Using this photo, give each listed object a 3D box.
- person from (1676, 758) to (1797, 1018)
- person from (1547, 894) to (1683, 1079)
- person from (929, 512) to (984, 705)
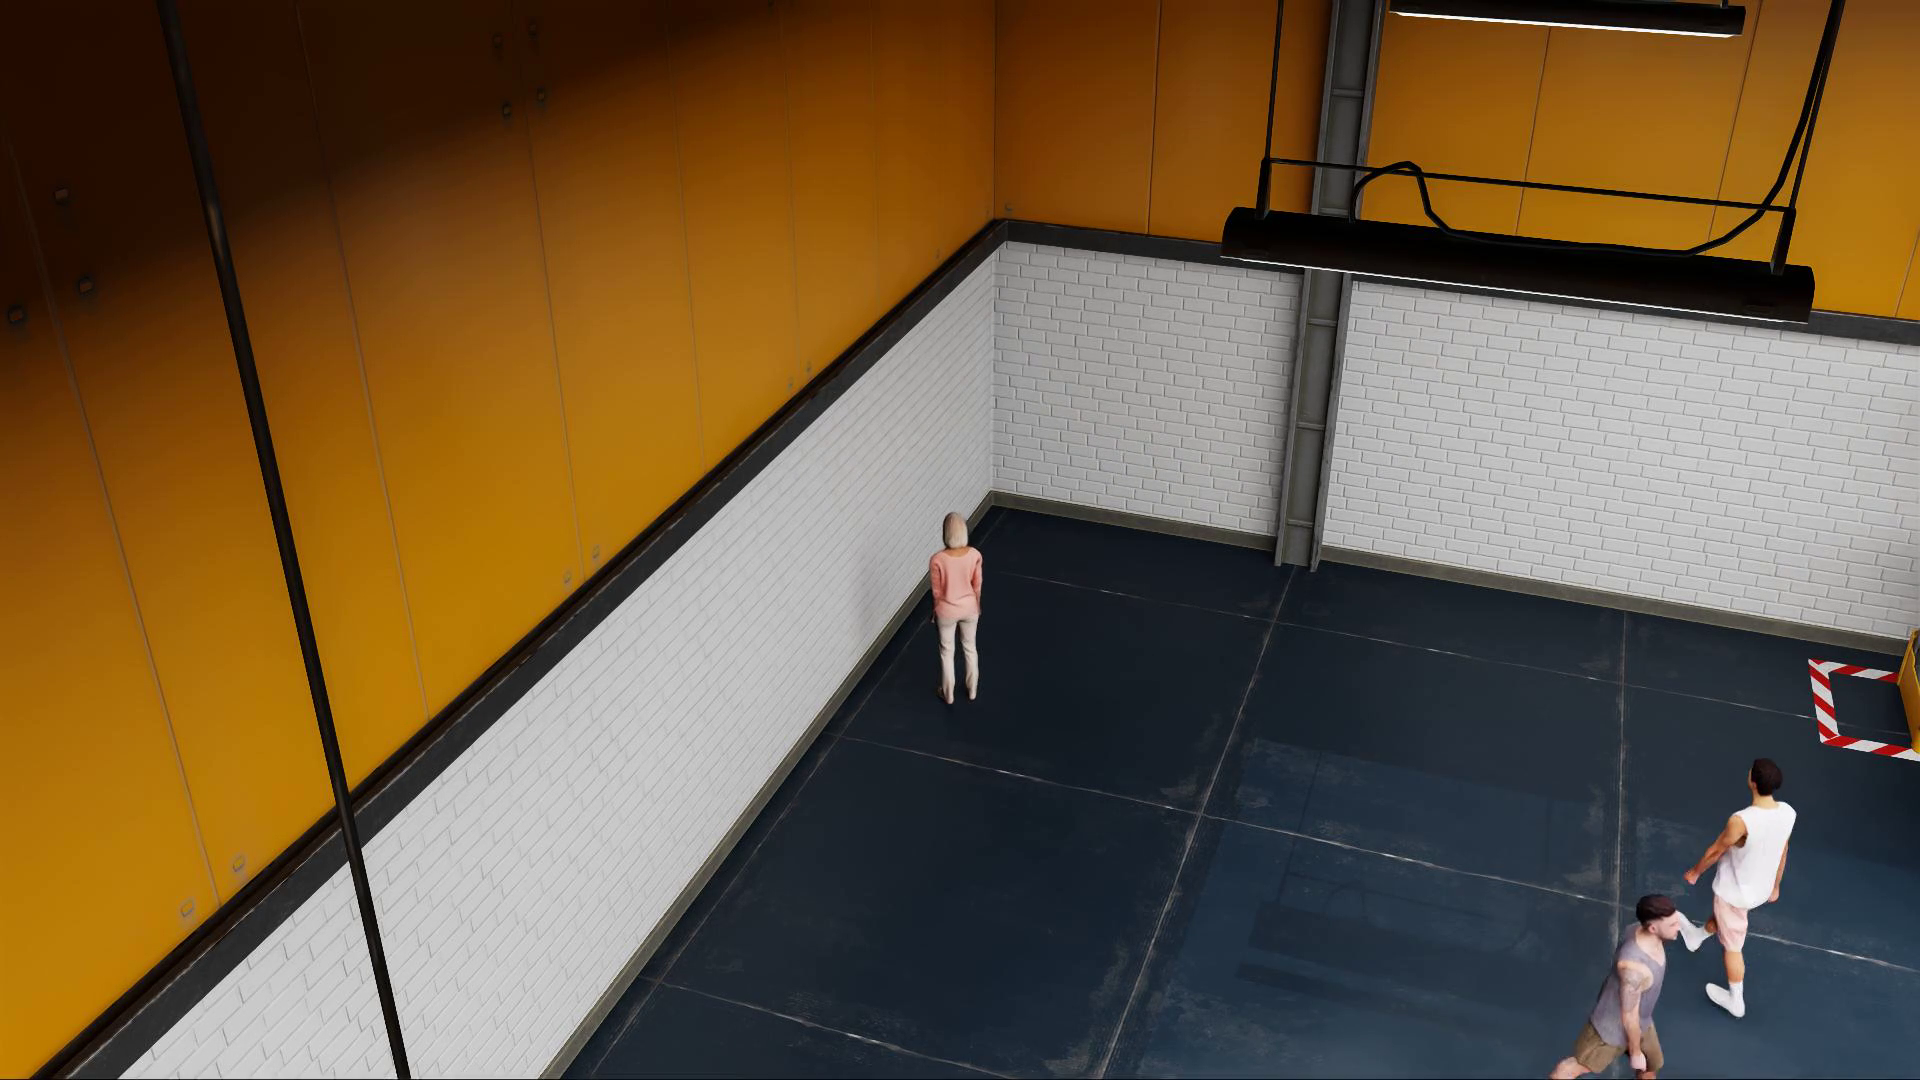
[{"bbox_3d":[5.011,2.257,10.548,1.104,1.741,1.131,-11,30,-19],"label":"person"},{"bbox_3d":[3.726,2.756,9.580,1.249,1.789,0.817,17,33,28],"label":"person"},{"bbox_3d":[-0.034,0.560,13.676,0.649,1.724,0.742,-8,30,-14],"label":"person"}]
